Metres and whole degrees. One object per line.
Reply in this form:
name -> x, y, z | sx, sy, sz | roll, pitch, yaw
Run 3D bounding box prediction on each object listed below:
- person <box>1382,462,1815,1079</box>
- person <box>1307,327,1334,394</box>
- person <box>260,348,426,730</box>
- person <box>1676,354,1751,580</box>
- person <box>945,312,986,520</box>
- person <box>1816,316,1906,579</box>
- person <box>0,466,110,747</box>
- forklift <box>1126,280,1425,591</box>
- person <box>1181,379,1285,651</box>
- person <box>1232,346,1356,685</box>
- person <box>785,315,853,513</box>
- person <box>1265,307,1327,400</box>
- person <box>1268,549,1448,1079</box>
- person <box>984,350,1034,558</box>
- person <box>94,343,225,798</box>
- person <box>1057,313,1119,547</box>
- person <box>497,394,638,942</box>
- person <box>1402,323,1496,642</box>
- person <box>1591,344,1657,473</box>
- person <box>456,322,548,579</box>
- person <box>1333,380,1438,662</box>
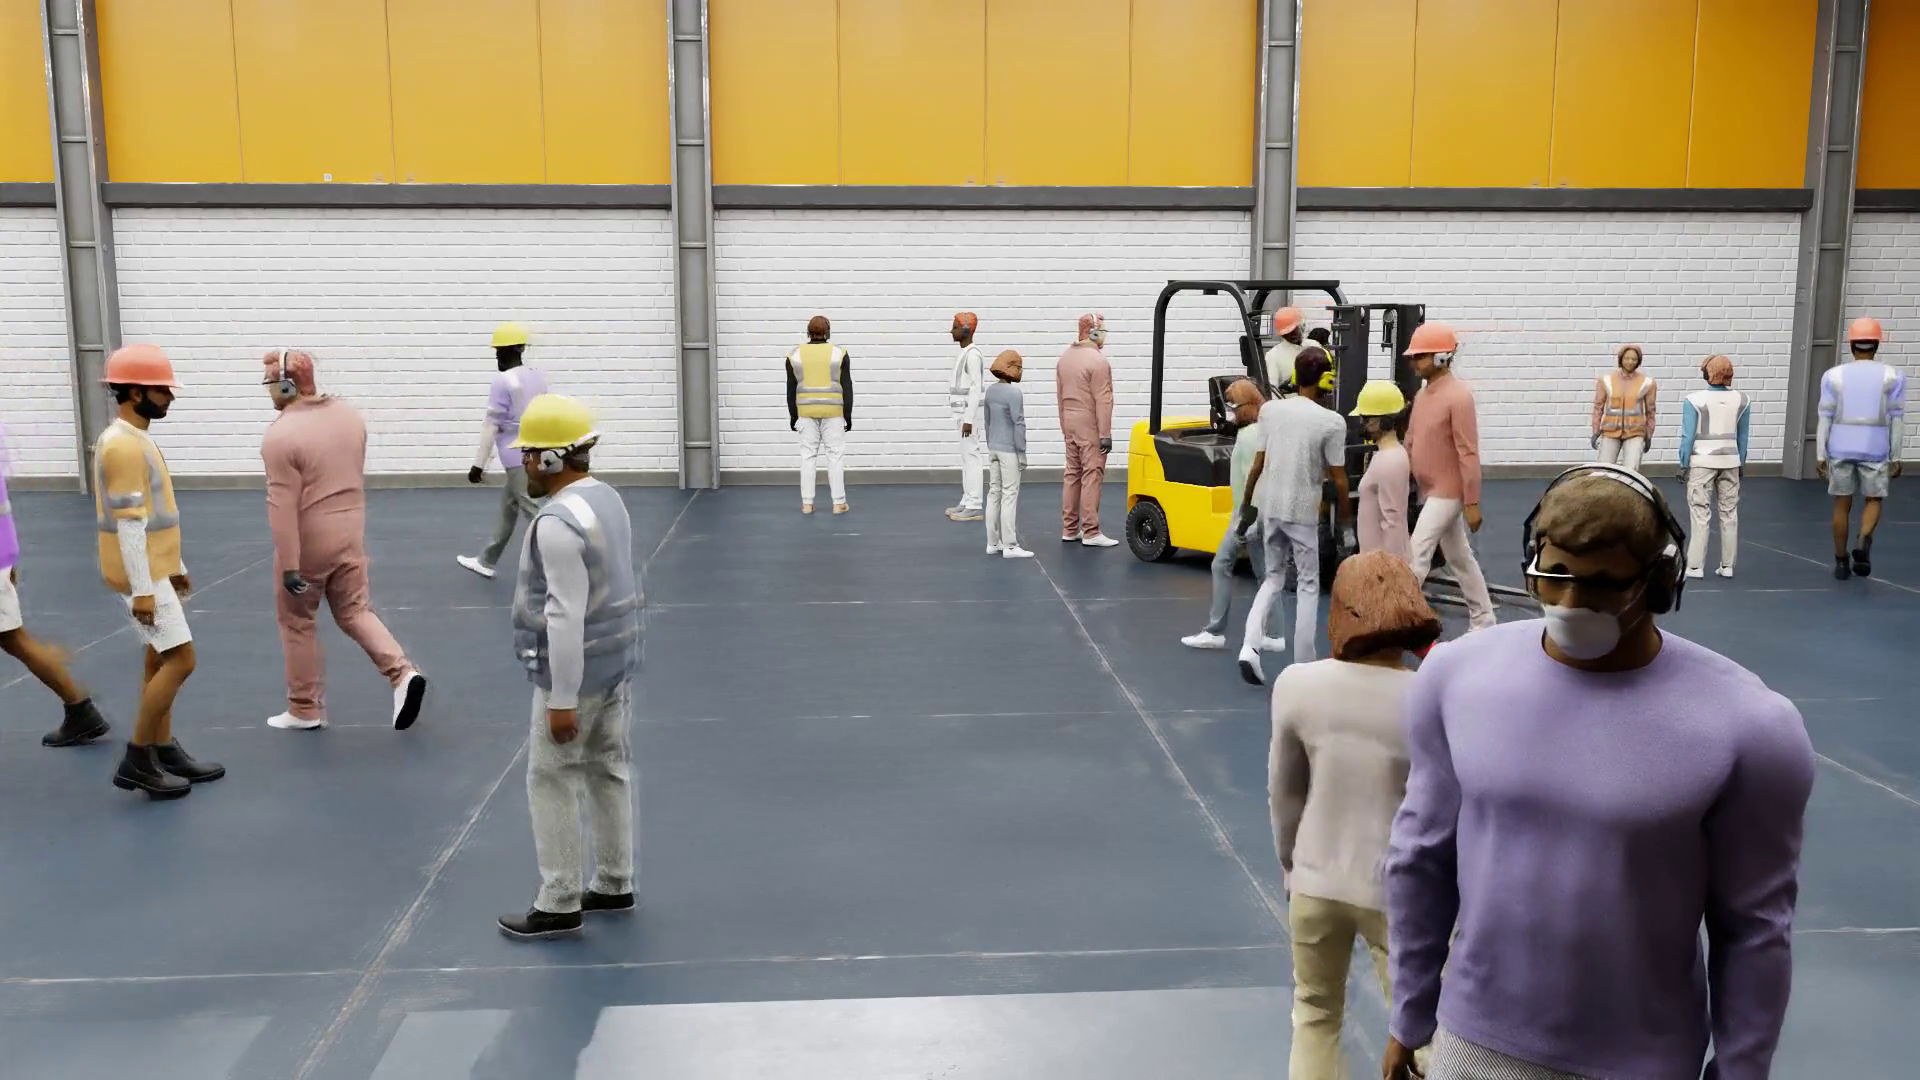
person -> 0.979, 0.832, 2.676 | 0.627, 1.934, 0.370 | 6, 11, 34
person -> 3.583, -1.301, 16.827 | 0.319, 1.691, 0.535 | -6, 11, -31
person -> -3.003, 0.022, 7.954 | 0.817, 1.879, 0.653 | 4, 10, 23
person -> 5.470, -0.524, 12.098 | 0.514, 1.640, 0.315 | -1, 9, -5
person -> 0.060, -1.117, 15.069 | 0.353, 1.883, 0.572 | -1, 9, -6
person -> 6.466, -0.645, 11.974 | 0.569, 1.920, 0.527 | 6, 11, 31
person -> -4.480, 0.075, 7.651 | 0.973, 1.884, 0.548 | -4, 10, -24
forklift -> 2.301, -0.860, 12.475 | 1.214, 2.155, 2.313 | -6, 11, -35
person -> 1.603, -0.138, 9.760 | 0.719, 1.602, 0.560 | 3, 9, 16
person -> 1.737, -0.094, 8.752 | 0.582, 1.848, 0.683 | 8, 12, 42
person -> -1.293, -1.160, 15.463 | 0.620, 1.845, 0.429 | 1, 9, 4
person -> 2.997, -1.082, 14.692 | 0.721, 1.943, 0.382 | -5, 10, -28
person -> 0.999, 0.830, 3.739 | 0.704, 1.605, 0.361 | 7, 11, 36
person -> 0.369, -0.679, 13.096 | 0.285, 1.633, 0.498 | -5, 11, -31
person -> -3.430, 0.129, 7.077 | 0.393, 1.931, 0.561 | -4, 10, -23
person -> 1.064, -0.901, 13.642 | 0.403, 1.904, 0.651 | -5, 10, -29
person -> -1.359, 0.428, 5.603 | 0.546, 1.821, 0.608 | 1, 9, 7
person -> 2.719, -0.284, 9.657 | 1.040, 1.932, 0.625 | 0, 9, -2
person -> 5.847, -0.924, 14.658 | 0.526, 1.620, 0.575 | 4, 10, 25
person -> -3.206, -0.596, 11.819 | 0.982, 1.877, 0.591 | 2, 9, 12
person -> 2.089, 0.092, 8.002 | 0.903, 1.721, 0.525 | 3, 9, 17
